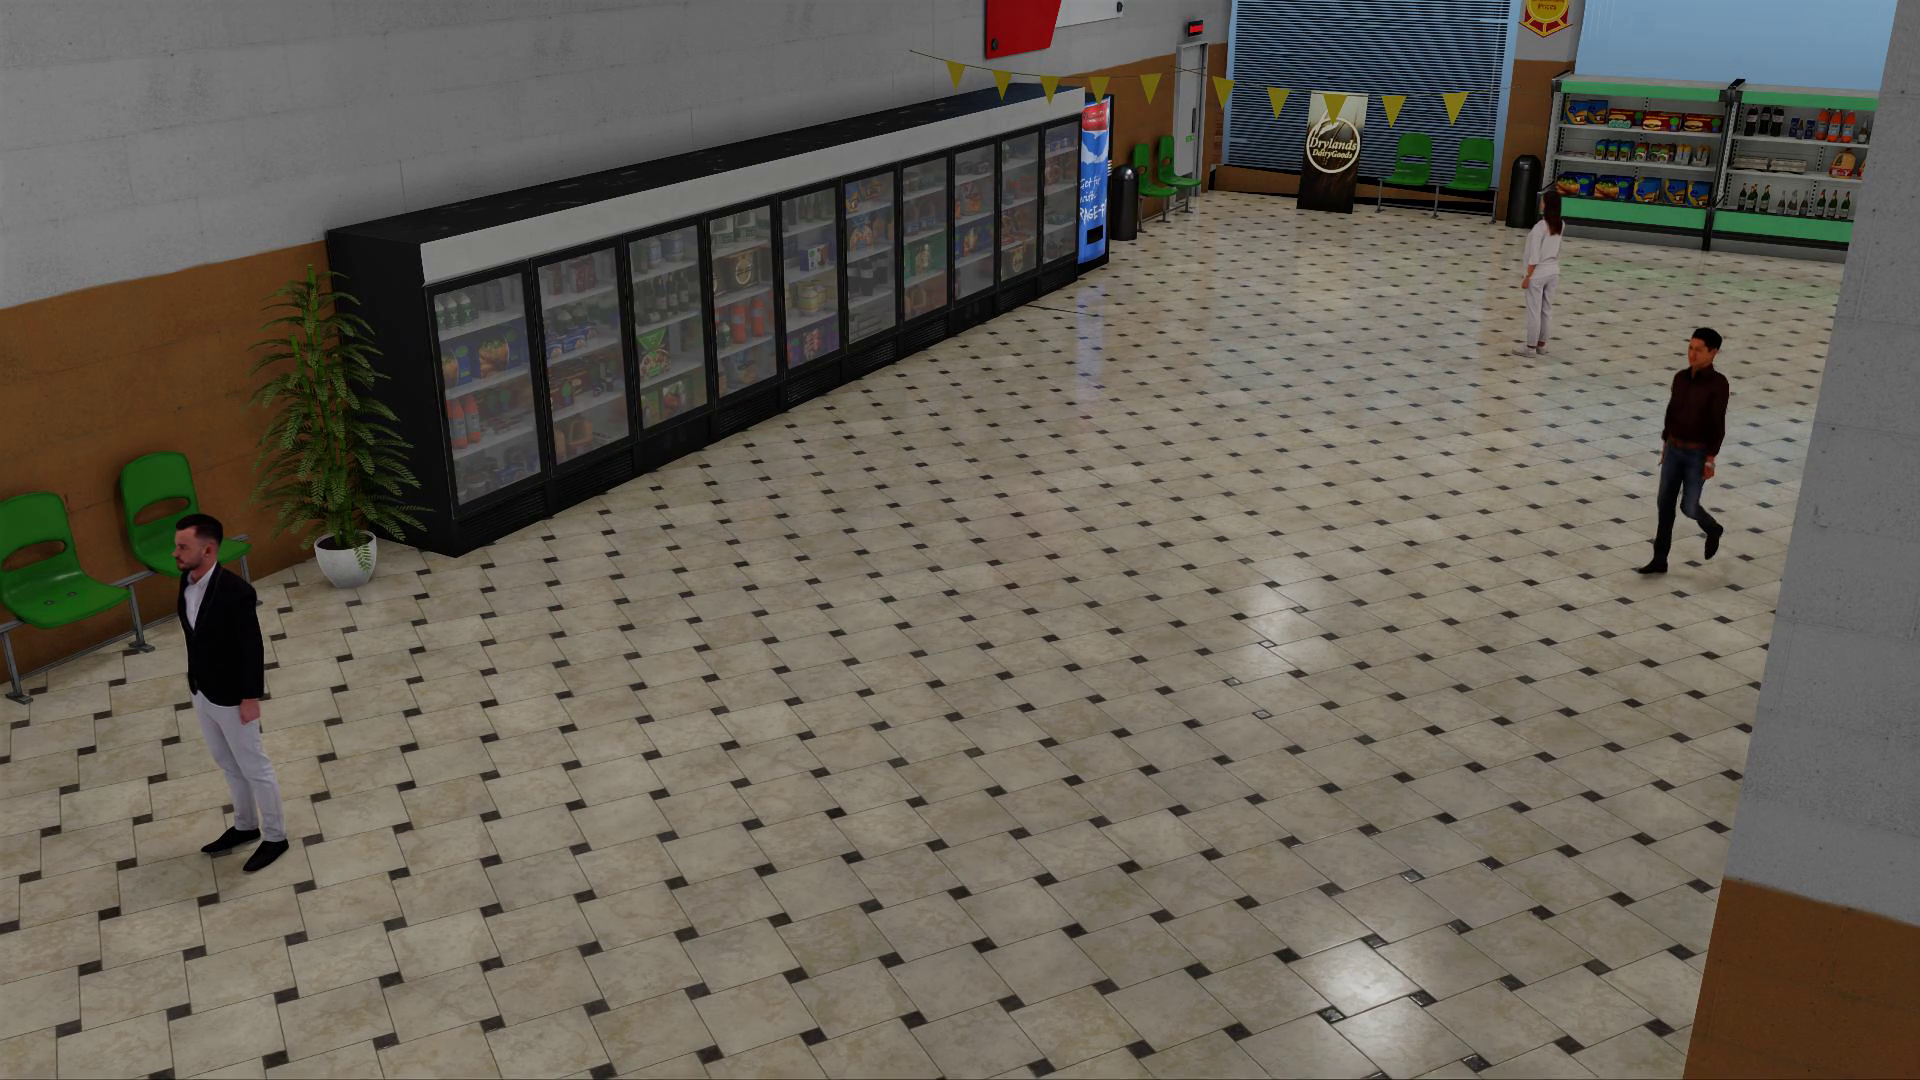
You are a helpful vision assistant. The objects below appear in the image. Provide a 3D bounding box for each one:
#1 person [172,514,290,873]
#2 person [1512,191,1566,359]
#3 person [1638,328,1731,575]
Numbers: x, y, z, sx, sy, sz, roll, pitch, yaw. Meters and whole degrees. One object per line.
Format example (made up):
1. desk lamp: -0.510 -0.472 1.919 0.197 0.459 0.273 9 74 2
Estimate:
1. person: -3.575 0.726 8.134 0.507 1.844 0.724 14 26 31
2. person: 5.909 -2.702 16.876 0.676 1.688 0.673 -15 26 -33
3. person: 5.121 -0.601 11.540 0.987 1.769 0.996 -11 25 -26
